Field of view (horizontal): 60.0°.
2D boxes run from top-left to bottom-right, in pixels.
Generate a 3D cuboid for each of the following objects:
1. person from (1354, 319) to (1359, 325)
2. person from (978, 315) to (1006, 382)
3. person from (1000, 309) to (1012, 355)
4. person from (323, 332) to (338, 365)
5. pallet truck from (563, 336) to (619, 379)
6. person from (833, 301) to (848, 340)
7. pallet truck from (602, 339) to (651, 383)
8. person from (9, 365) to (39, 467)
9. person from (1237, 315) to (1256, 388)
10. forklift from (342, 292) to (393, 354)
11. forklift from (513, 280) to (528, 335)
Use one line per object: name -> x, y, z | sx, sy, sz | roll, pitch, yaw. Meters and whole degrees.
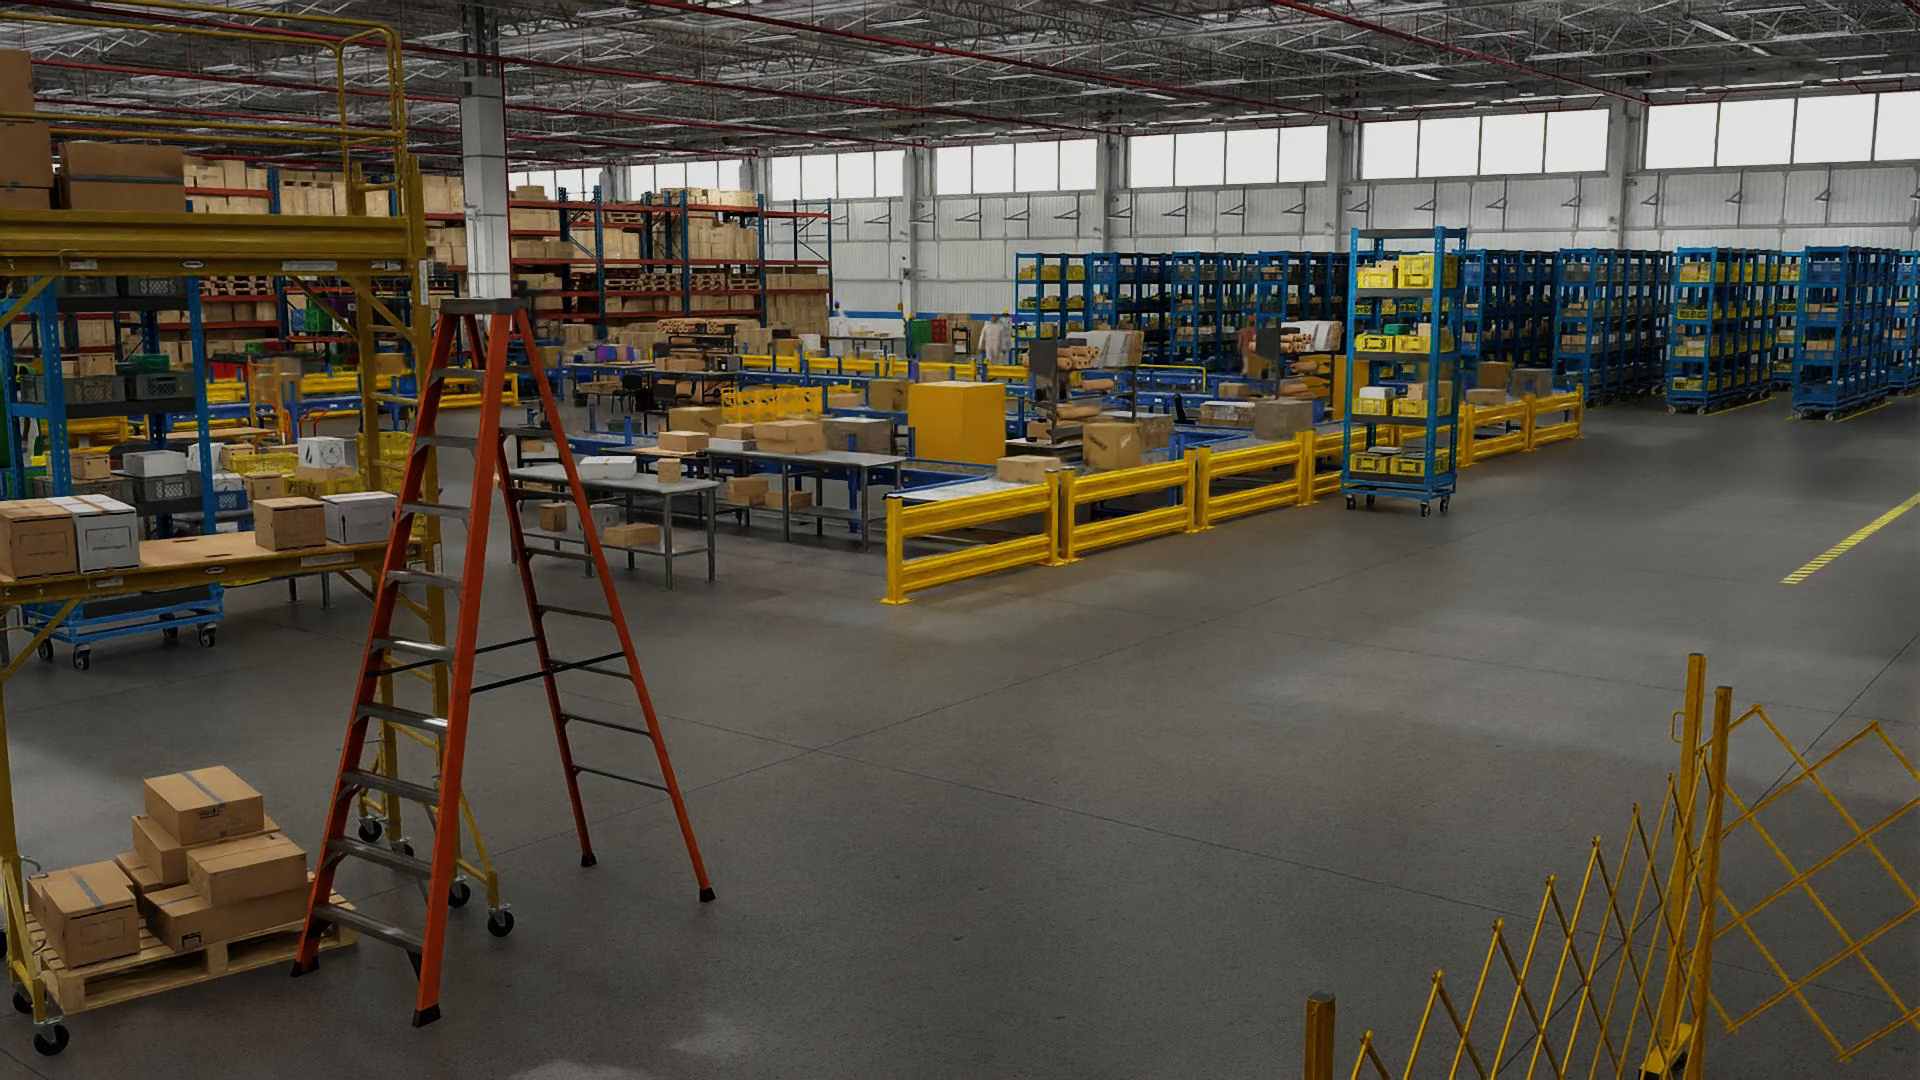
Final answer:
person -> 11.426, -5.612, 48.429 | 0.752, 1.793, 0.611 | 0, 9, 0
person -> 0.891, -5.405, 46.938 | 0.780, 1.847, 0.957 | 0, 9, 0
person -> 1.701, -7.713, 61.742 | 0.480, 1.734, 0.333 | 1, 9, 9
person -> -15.888, -4.517, 42.036 | 0.875, 1.644, 0.533 | -2, 9, -12
pallet truck -> -10.690, -5.294, 48.215 | 1.601, 1.201, 0.680 | -5, 10, -26
person -> -4.970, -8.968, 69.090 | 1.005, 1.903, 0.609 | 6, 11, 35
pallet truck -> -8.991, -4.871, 45.351 | 0.653, 1.274, 1.630 | 7, 11, 37
person -> -11.999, -1.306, 21.326 | 0.328, 1.872, 0.511 | -5, 10, -27
person -> 7.600, -4.883, 43.431 | 0.611, 1.937, 1.022 | 5, 10, 27
forklift -> -16.485, -5.622, 45.120 | 1.129, 2.768, 1.873 | 7, 11, 37
forklift -> -14.124, -6.852, 52.795 | 1.129, 2.768, 1.873 | 7, 11, 37
